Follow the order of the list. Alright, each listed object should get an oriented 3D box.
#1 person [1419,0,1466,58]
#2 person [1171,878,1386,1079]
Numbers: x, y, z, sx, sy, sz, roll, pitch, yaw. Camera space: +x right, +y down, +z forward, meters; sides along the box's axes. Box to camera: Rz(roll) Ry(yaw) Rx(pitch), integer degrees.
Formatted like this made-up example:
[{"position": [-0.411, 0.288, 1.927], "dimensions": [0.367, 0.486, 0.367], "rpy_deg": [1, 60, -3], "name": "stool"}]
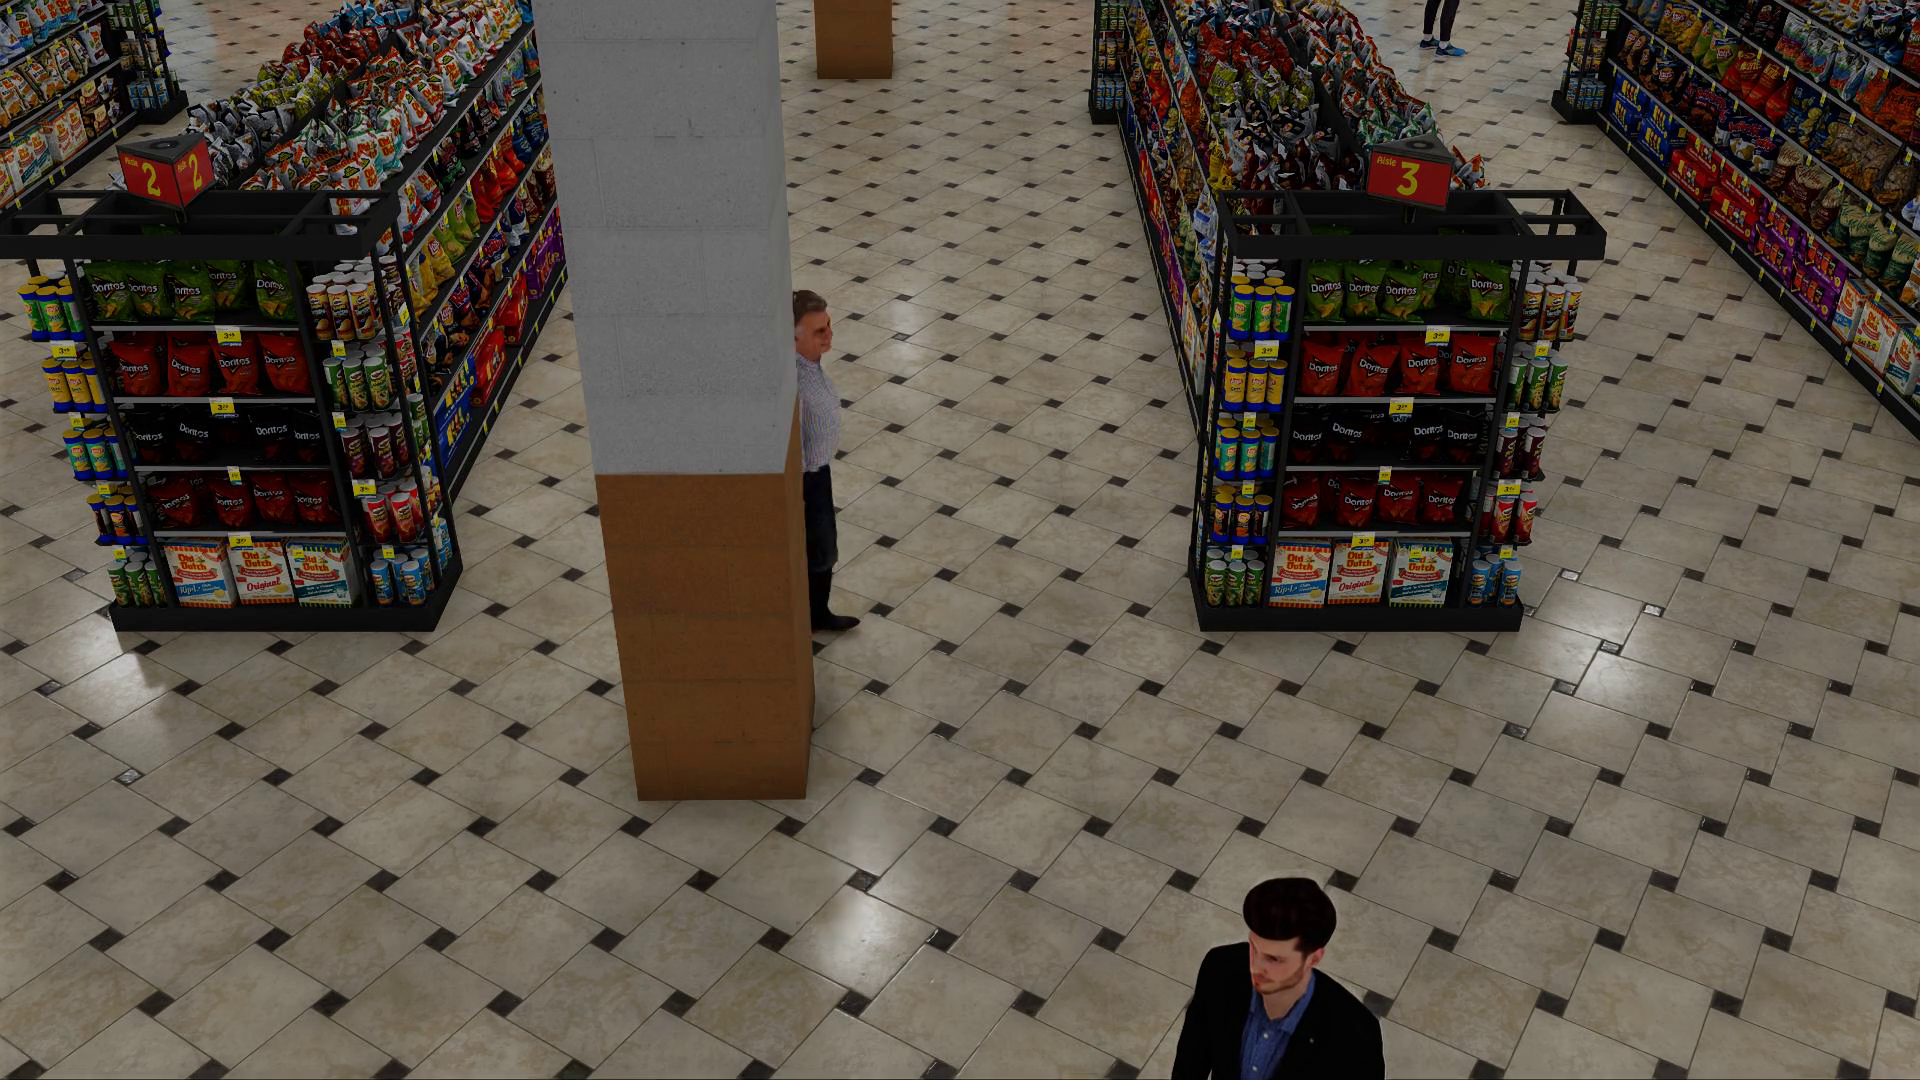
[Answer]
[{"position": [4.688, -5.569, 15.844], "dimensions": [0.824, 1.828, 0.636], "rpy_deg": [-10, 33, -16], "name": "person"}, {"position": [0.787, 1.580, 4.294], "dimensions": [0.787, 1.891, 0.815], "rpy_deg": [22, 38, 31], "name": "person"}]
